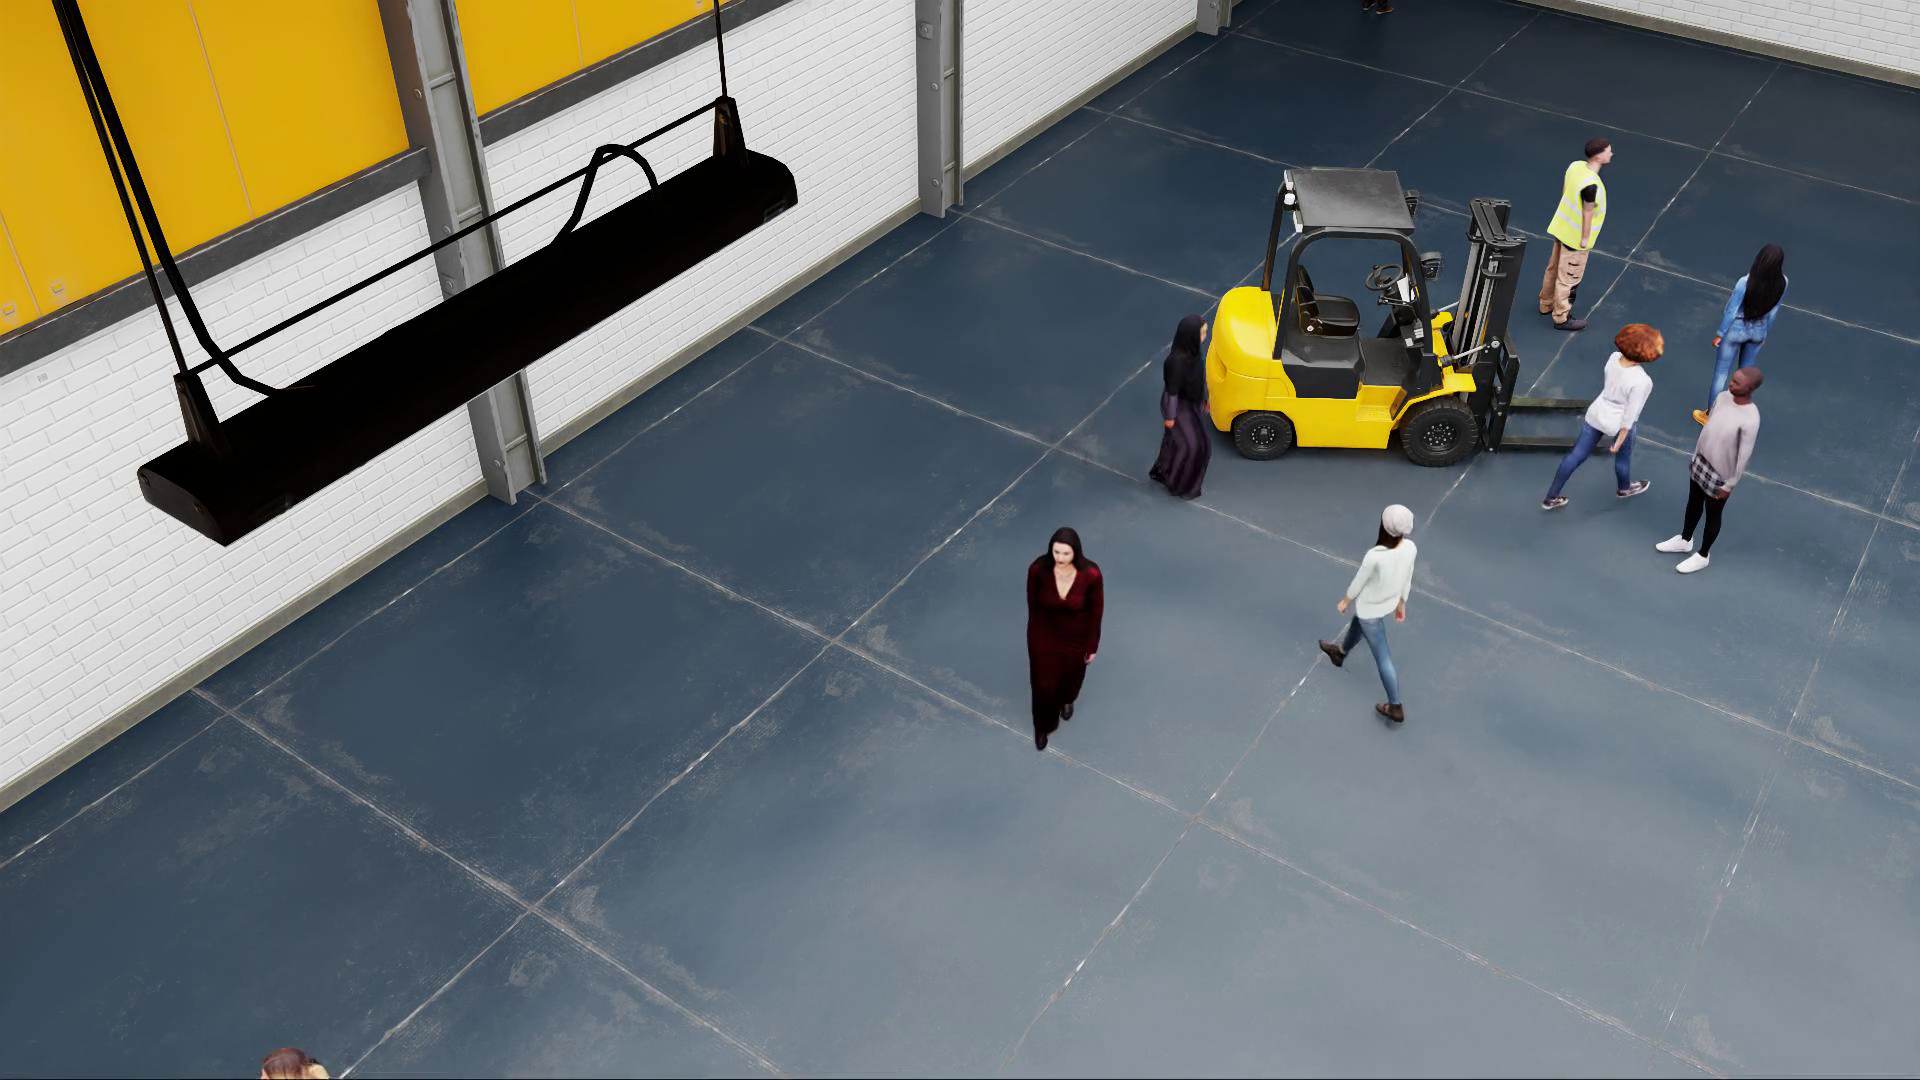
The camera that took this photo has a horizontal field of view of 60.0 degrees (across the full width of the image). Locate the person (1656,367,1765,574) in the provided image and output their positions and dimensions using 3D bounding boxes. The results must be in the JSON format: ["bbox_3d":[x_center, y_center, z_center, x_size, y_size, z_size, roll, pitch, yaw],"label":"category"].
[{"bbox_3d":[5.643,-0.539,12.366,0.731,1.772,0.687,-9,40,-12],"label":"person"}]

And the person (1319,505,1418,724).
[{"bbox_3d":[2.858,0.511,11.195,1.159,1.592,0.936,-21,43,-24],"label":"person"}]

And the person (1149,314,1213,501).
[{"bbox_3d":[1.693,-1.105,13.207,0.708,1.608,0.724,19,42,22],"label":"person"}]

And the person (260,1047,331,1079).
[{"bbox_3d":[-3.000,2.953,8.081,0.922,1.662,0.843,-9,39,-11],"label":"person"}]

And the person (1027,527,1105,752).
[{"bbox_3d":[0.699,0.547,11.038,0.849,1.732,0.928,3,39,3],"label":"person"}]

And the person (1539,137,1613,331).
[{"bbox_3d":[5.624,-2.813,15.153,0.914,1.847,0.849,-3,39,-4],"label":"person"}]

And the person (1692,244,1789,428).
[{"bbox_3d":[6.536,-1.696,13.863,0.674,1.712,0.716,-3,39,-4],"label":"person"}]

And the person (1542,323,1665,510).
[{"bbox_3d":[4.960,-0.897,12.904,1.255,1.661,1.057,-15,41,-18],"label":"person"}]

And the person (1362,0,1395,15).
[{"bbox_3d":[5.439,-7.672,21.282,0.587,1.793,0.678,-32,48,-33],"label":"person"}]
